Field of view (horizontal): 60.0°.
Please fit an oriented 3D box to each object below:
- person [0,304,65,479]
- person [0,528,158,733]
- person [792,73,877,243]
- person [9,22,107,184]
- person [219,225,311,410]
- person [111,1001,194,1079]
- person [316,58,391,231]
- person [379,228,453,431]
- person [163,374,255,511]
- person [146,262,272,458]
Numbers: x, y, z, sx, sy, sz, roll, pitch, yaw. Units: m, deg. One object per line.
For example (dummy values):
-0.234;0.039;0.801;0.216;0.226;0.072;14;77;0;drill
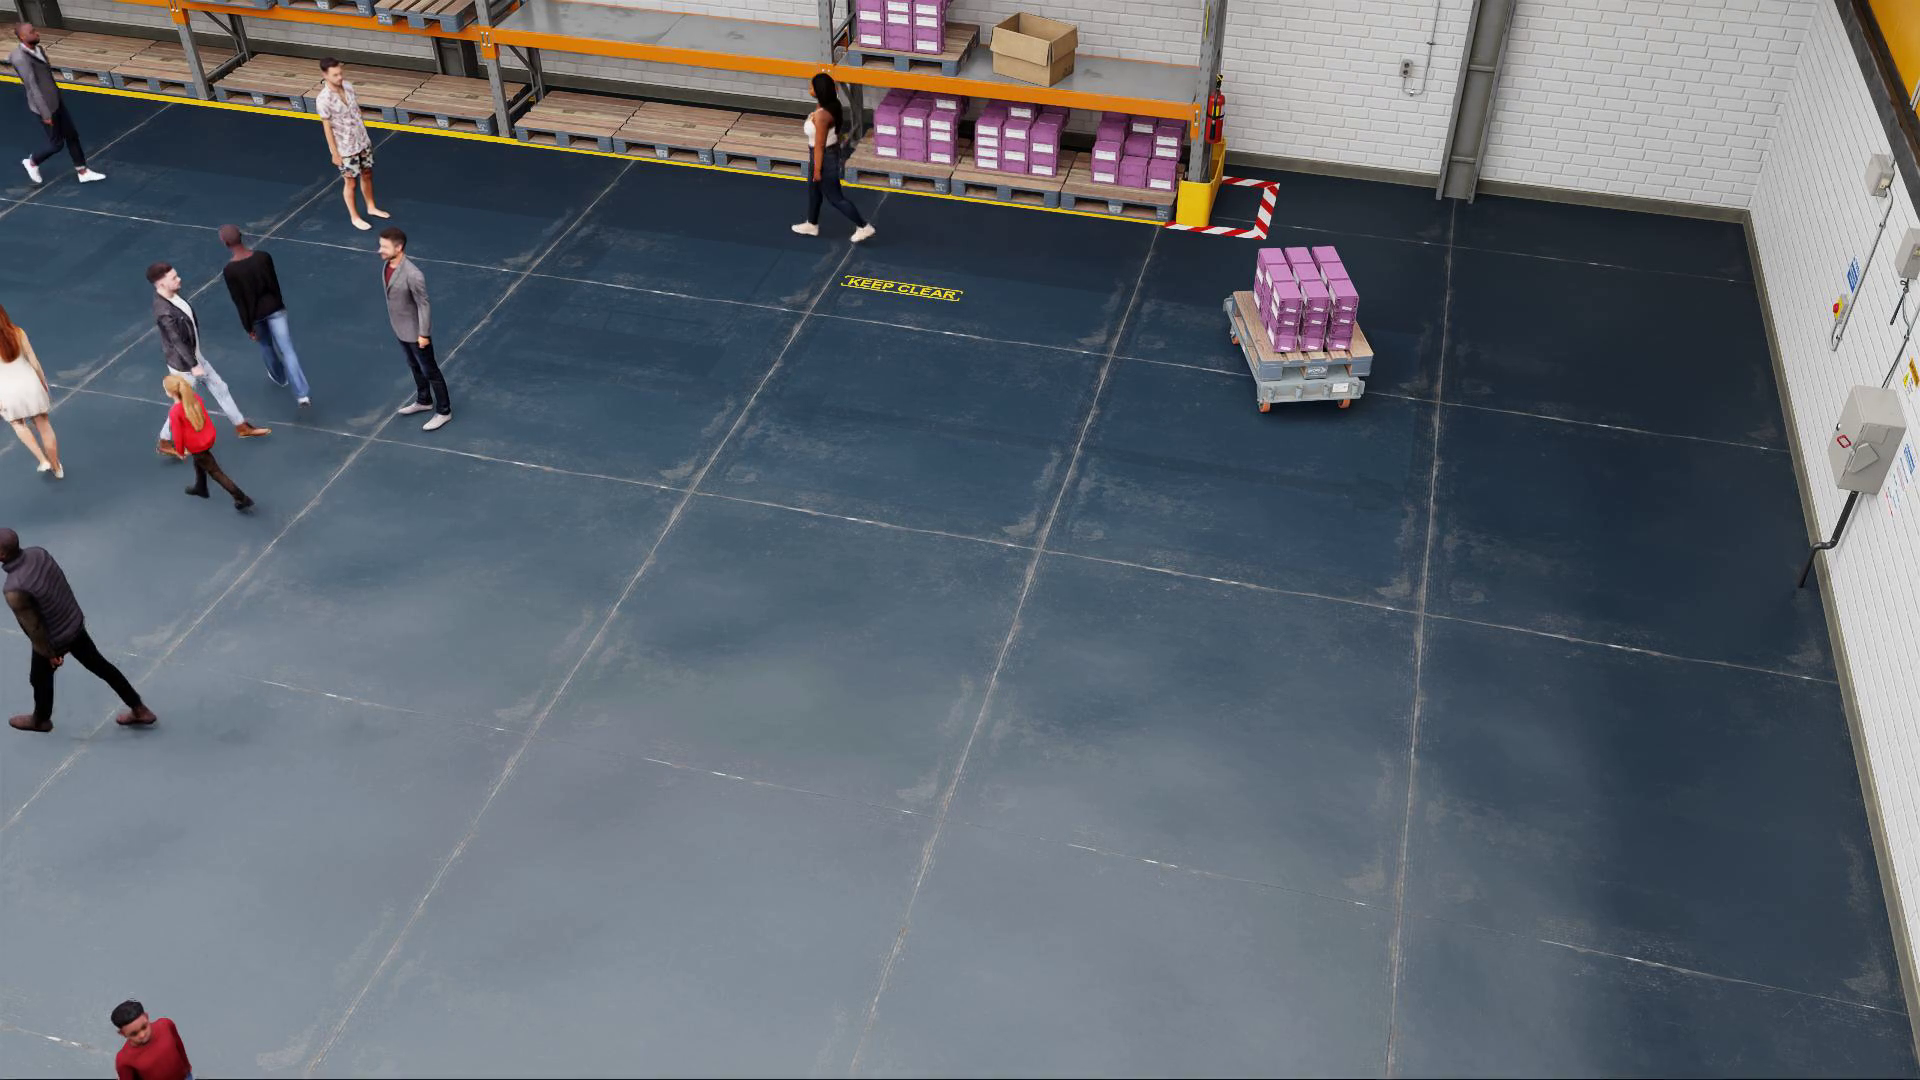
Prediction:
-7.643;-1.187;13.555;0.713;1.701;0.766;-26;45;-29;person
-5.984;0.643;11.202;1.277;1.776;0.911;0;39;-1;person
-1.257;-3.801;16.767;1.150;1.776;0.692;6;39;8;person
-9.840;-4.633;17.789;1.093;1.800;0.880;-1;39;-1;person
-6.003;-1.913;14.462;1.091;1.703;1.230;-23;44;-26;person
-4.301;2.857;8.868;0.939;1.230;0.716;25;45;28;person
-6.307;-4.107;17.123;0.627;1.811;0.708;16;41;19;person
-4.690;-1.830;14.219;0.718;1.876;0.839;31;48;33;person
-6.063;-0.756;13.368;0.915;1.259;0.486;10;40;12;person
-6.523;-1.458;13.810;1.253;1.805;1.073;-11;40;-14;person
